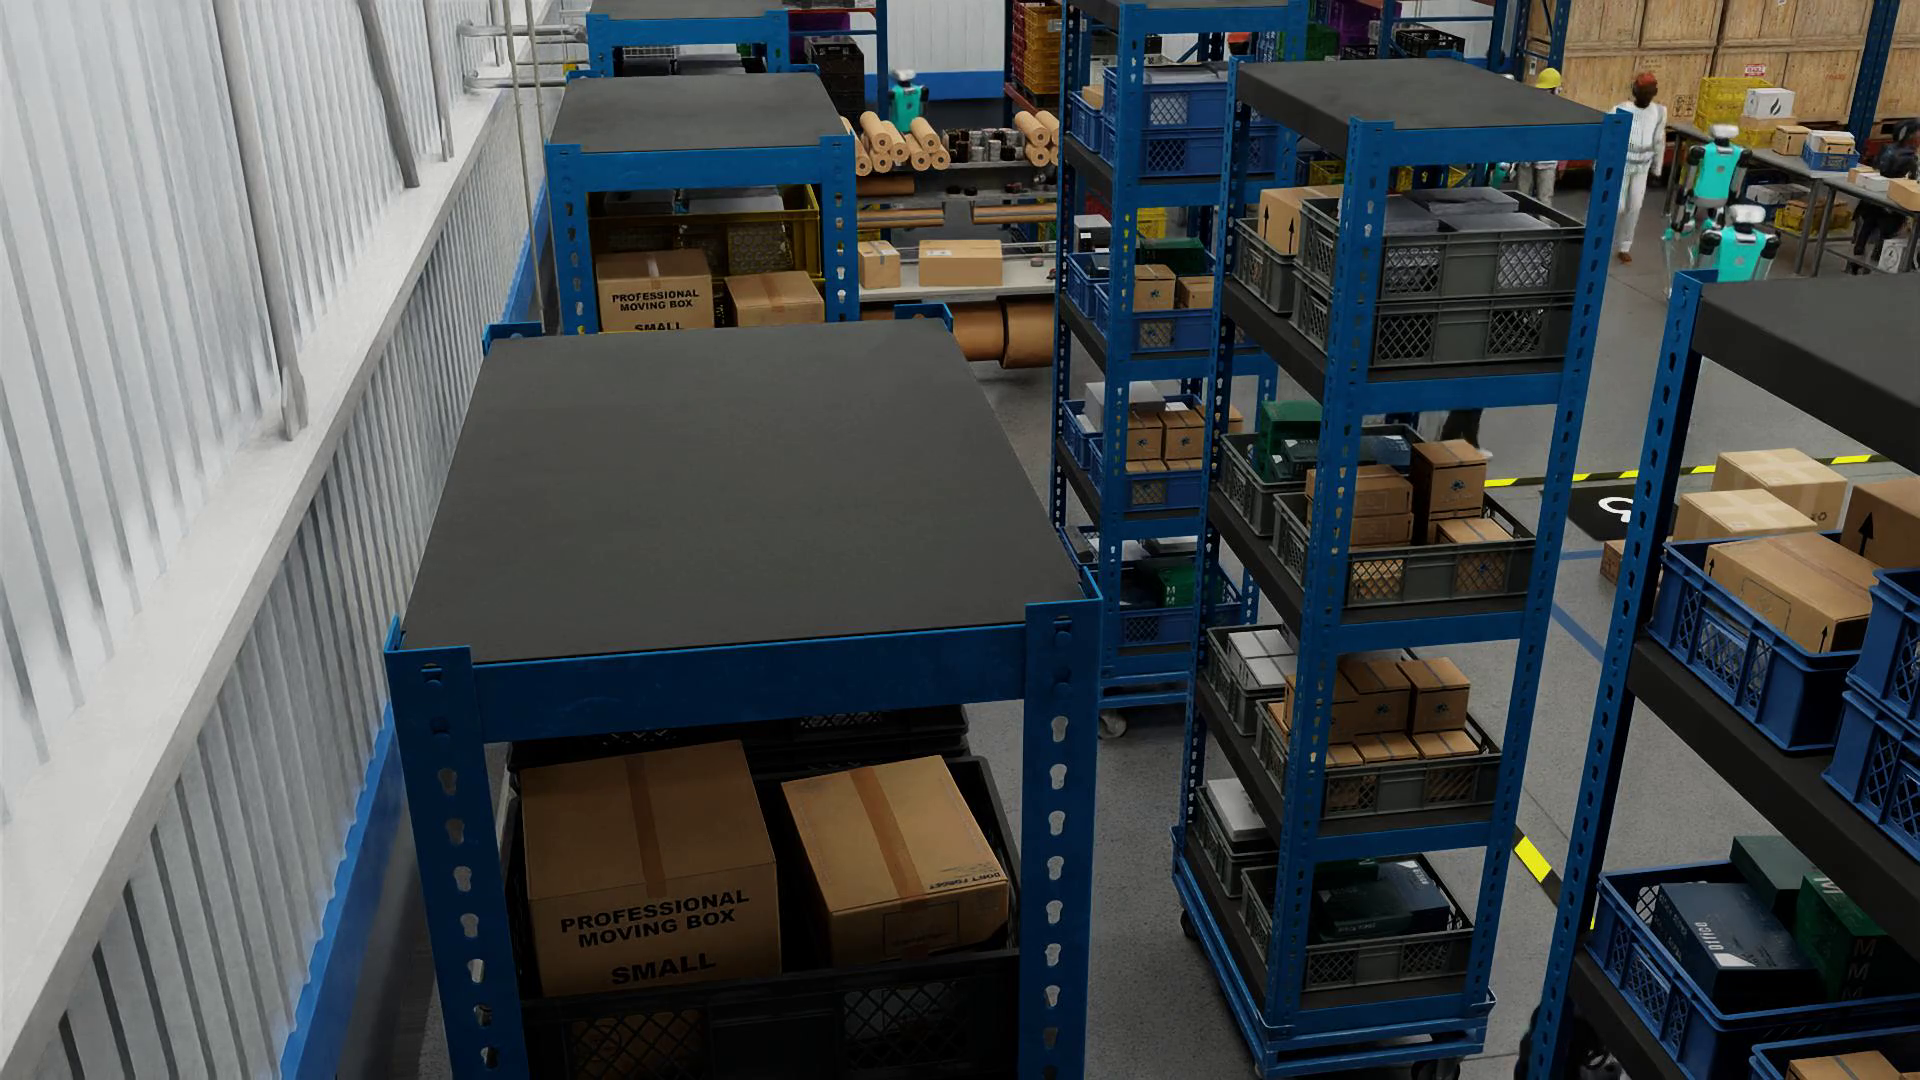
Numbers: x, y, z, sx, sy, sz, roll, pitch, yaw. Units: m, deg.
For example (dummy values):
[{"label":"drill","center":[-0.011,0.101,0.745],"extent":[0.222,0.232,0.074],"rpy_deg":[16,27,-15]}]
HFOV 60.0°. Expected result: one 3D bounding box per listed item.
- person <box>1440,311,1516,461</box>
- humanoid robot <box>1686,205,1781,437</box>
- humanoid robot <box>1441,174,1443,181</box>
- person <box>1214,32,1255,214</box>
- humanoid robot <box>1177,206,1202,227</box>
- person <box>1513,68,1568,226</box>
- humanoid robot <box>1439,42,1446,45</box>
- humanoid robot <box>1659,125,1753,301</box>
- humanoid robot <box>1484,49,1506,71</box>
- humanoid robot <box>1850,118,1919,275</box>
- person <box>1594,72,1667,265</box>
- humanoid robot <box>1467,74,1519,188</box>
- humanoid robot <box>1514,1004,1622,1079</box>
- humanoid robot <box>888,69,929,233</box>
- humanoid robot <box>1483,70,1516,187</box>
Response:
[{"label":"person","center":[3.571,-1.306,11.271],"extent":[0.716,1.824,0.613],"rpy_deg":[-7,26,-15]},{"label":"humanoid robot","center":[5.422,-1.618,12.042],"extent":[0.552,1.743,0.893],"rpy_deg":[2,25,5]},{"label":"humanoid robot","center":[5.220,-4.533,18.239],"extent":[0.533,1.673,0.735],"rpy_deg":[12,27,24]},{"label":"person","center":[3.024,-4.578,18.158],"extent":[0.437,2.030,0.619],"rpy_deg":[22,33,39]},{"label":"humanoid robot","center":[2.479,-4.129,17.590],"extent":[0.597,1.654,0.336],"rpy_deg":[3,25,6]},{"label":"person","center":[5.796,-3.798,16.685],"extent":[0.600,1.828,0.404],"rpy_deg":[21,32,38]},{"label":"humanoid robot","center":[5.410,-4.902,19.130],"extent":[0.533,1.734,0.719],"rpy_deg":[4,25,8]},{"label":"humanoid robot","center":[6.541,-2.856,14.776],"extent":[0.549,1.729,1.058],"rpy_deg":[1,25,3]},{"label":"humanoid robot","center":[6.011,-4.750,18.925],"extent":[0.611,1.649,0.328],"rpy_deg":[-19,31,-35]},{"label":"humanoid robot","center":[8.518,-3.058,15.265],"extent":[0.523,1.642,0.588],"rpy_deg":[-6,25,-14]},{"label":"person","center":[6.558,-3.654,16.324],"extent":[0.603,1.868,0.492],"rpy_deg":[-3,25,-6]},{"label":"humanoid robot","center":[5.359,-3.863,16.885],"extent":[0.544,1.763,0.675],"rpy_deg":[1,25,3]},{"label":"humanoid robot","center":[1.633,1.890,4.519],"extent":[0.381,1.644,0.596],"rpy_deg":[-3,25,-7]},{"label":"humanoid robot","center":[-0.660,-4.069,17.387],"extent":[0.548,1.732,1.026],"rpy_deg":[-13,28,-26]},{"label":"humanoid robot","center":[5.620,-4.102,17.513],"extent":[0.315,1.657,0.599],"rpy_deg":[11,27,23]}]
